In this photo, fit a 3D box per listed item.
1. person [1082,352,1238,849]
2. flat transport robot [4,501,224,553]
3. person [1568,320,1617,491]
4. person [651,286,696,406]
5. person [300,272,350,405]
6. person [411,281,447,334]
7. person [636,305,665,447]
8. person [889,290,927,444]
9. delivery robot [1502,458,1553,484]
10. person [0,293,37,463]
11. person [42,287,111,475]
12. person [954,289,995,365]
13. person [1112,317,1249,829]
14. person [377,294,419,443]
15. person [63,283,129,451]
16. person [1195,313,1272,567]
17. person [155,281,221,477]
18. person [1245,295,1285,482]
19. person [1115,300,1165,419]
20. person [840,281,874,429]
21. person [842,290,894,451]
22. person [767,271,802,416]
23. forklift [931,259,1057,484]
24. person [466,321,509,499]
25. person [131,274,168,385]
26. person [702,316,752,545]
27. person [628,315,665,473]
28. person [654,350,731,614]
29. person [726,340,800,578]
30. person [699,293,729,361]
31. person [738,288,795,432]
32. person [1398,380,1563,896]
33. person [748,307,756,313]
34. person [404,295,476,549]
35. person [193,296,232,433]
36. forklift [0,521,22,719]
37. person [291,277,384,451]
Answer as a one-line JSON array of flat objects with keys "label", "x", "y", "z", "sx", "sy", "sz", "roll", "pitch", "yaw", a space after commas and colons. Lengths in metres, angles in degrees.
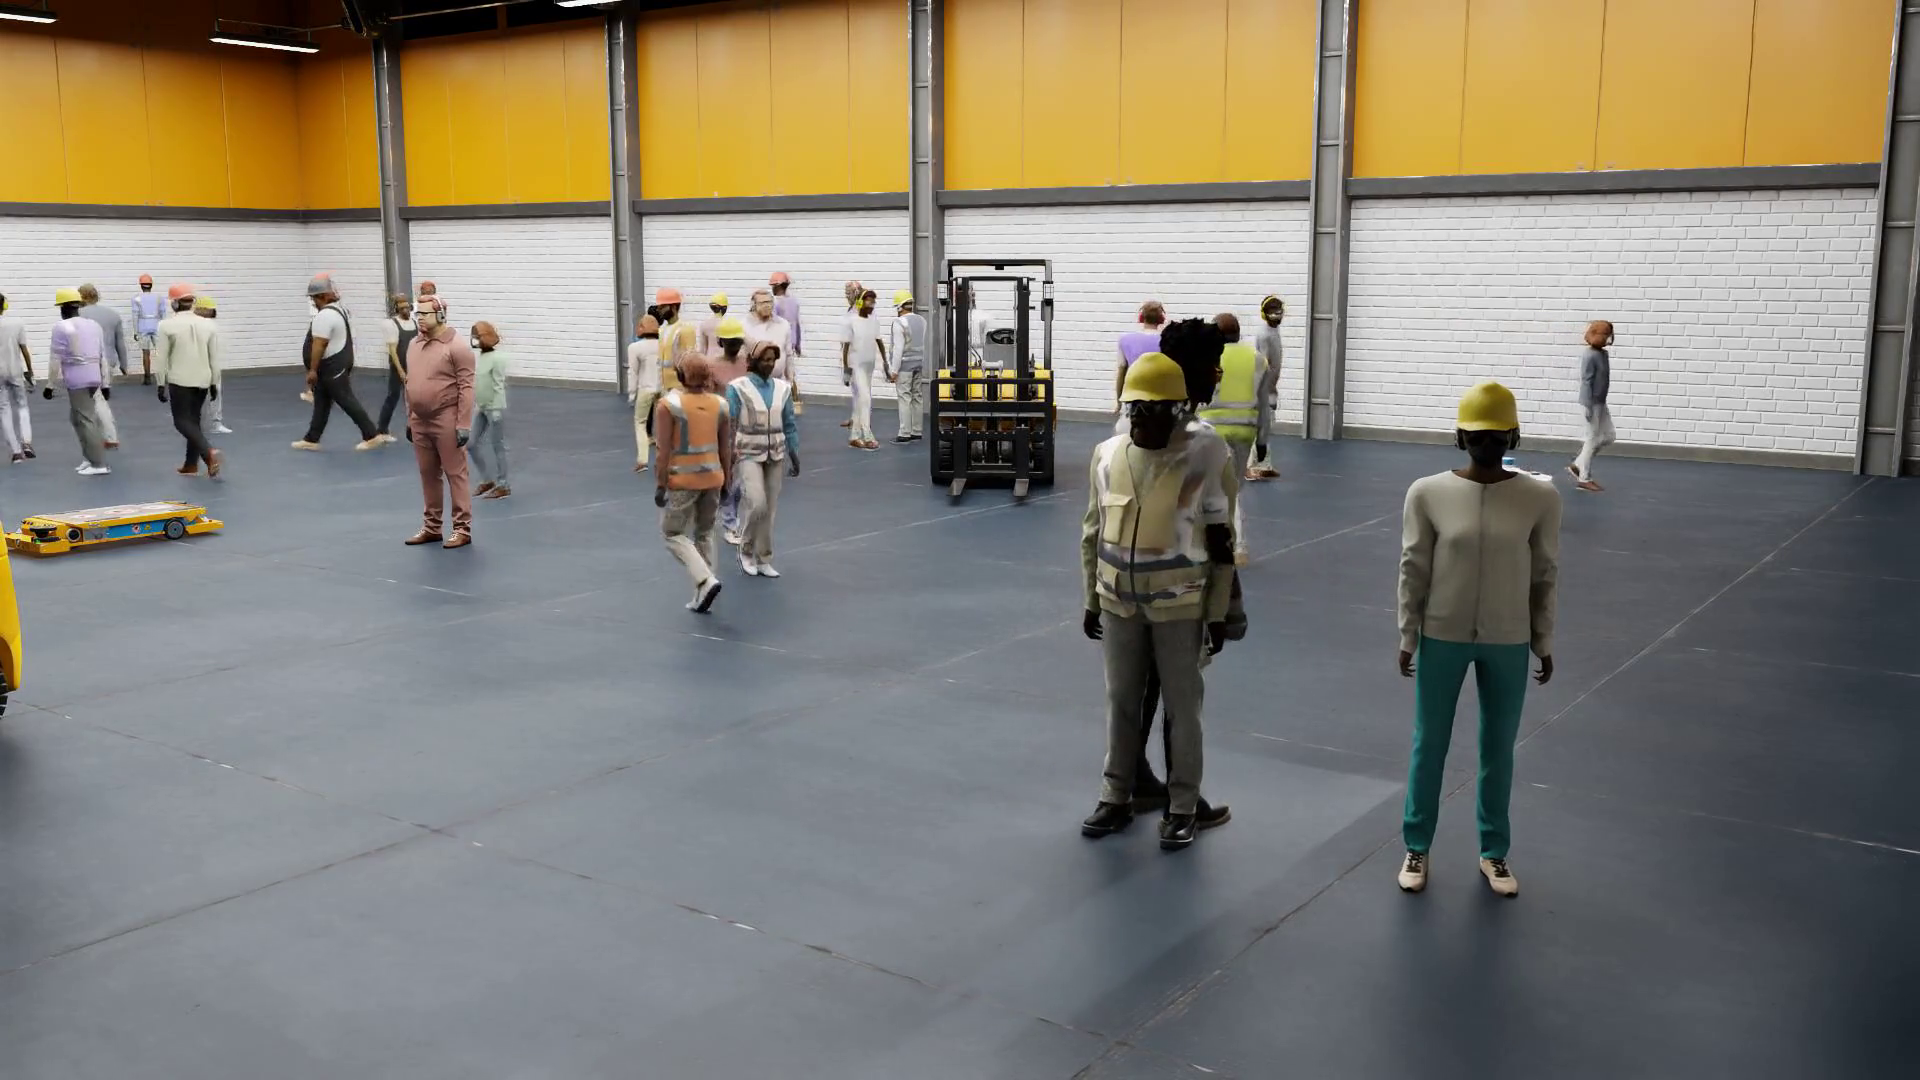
[{"label": "person", "x": 0.714, "y": 0.224, "z": 6.146, "sx": 0.594, "sy": 1.832, "sz": 0.403, "roll": 5, "pitch": 11, "yaw": 30}, {"label": "flat transport robot", "x": -6.530, "y": -0.116, "z": 12.817, "sx": 0.652, "sy": 0.197, "sz": 1.431, "roll": 7, "pitch": 12, "yaw": 35}, {"label": "person", "x": 5.986, "y": -1.259, "z": 15.619, "sx": 0.358, "sy": 1.615, "sz": 0.521, "roll": 8, "pitch": 12, "yaw": 39}, {"label": "person", "x": -2.790, "y": -1.475, "z": 16.004, "sx": 0.511, "sy": 1.915, "sz": 0.564, "roll": -7, "pitch": 12, "yaw": -36}, {"label": "person", "x": -9.506, "y": -3.011, "z": 24.962, "sx": 1.065, "sy": 1.984, "sz": 0.634, "roll": 6, "pitch": 11, "yaw": 31}, {"label": "person", "x": -7.840, "y": -2.912, "z": 24.762, "sx": 0.593, "sy": 1.854, "sz": 0.812, "roll": -9, "pitch": 13, "yaw": -42}, {"label": "person", "x": -3.505, "y": -1.906, "z": 19.267, "sx": 0.537, "sy": 1.687, "sz": 0.327, "roll": 5, "pitch": 11, "yaw": 28}, {"label": "person", "x": -0.639, "y": -2.038, "z": 19.651, "sx": 0.403, "sy": 1.822, "sz": 0.588, "roll": 6, "pitch": 11, "yaw": 33}, {"label": "delivery robot", "x": 4.445, "y": -0.428, "z": 13.547, "sx": 0.707, "sy": 0.478, "sz": 0.477, "roll": -2, "pitch": 10, "yaw": -11}, {"label": "person", "x": -10.240, "y": -1.750, "z": 17.854, "sx": 0.543, "sy": 1.845, "sz": 0.474, "roll": -6, "pitch": 11, "yaw": -33}, {"label": "person", "x": -8.919, "y": -1.590, "z": 16.766, "sx": 0.596, "sy": 1.901, "sz": 0.583, "roll": 1, "pitch": 10, "yaw": 8}, {"label": "person", "x": 0.178, "y": -2.093, "z": 19.770, "sx": 0.581, "sy": 1.888, "sz": 0.512, "roll": 3, "pitch": 10, "yaw": 19}, {"label": "person", "x": 0.812, "y": 0.138, "z": 6.287, "sx": 0.433, "sy": 1.954, "sz": 0.659, "roll": -5, "pitch": 11, "yaw": -27}, {"label": "person", "x": -6.559, "y": -2.002, "z": 19.597, "sx": 0.970, "sy": 1.790, "sz": 0.504, "roll": 6, "pitch": 11, "yaw": 30}, {"label": "person", "x": -9.974, "y": -1.980, "z": 19.072, "sx": 0.962, "sy": 1.892, "sz": 0.663, "roll": 6, "pitch": 11, "yaw": 31}, {"label": "person", "x": 1.876, "y": -0.731, "z": 11.991, "sx": 0.645, "sy": 1.780, "sz": 0.976, "roll": -3, "pitch": 10, "yaw": -15}, {"label": "person", "x": -7.620, "y": -1.577, "z": 16.492, "sx": 0.849, "sy": 1.969, "sz": 0.621, "roll": 6, "pitch": 11, "yaw": 34}, {"label": "person", "x": 3.038, "y": -1.488, "z": 16.383, "sx": 0.340, "sy": 1.832, "sz": 0.654, "roll": 3, "pitch": 10, "yaw": 19}, {"label": "person", "x": 1.673, "y": -1.230, "z": 14.846, "sx": 0.580, "sy": 1.822, "sz": 0.725, "roll": 0, "pitch": 10, "yaw": 2}, {"label": "person", "x": -1.352, "y": -2.388, "z": 21.503, "sx": 0.406, "sy": 1.903, "sz": 0.636, "roll": -3, "pitch": 10, "yaw": -20}, {"label": "person", "x": -1.024, "y": -1.932, "z": 19.014, "sx": 0.827, "sy": 1.831, "sz": 0.484, "roll": 9, "pitch": 13, "yaw": 43}, {"label": "person", "x": -2.578, "y": -2.731, "z": 23.215, "sx": 0.933, "sy": 2.003, "sz": 0.629, "roll": 5, "pitch": 11, "yaw": 26}, {"label": "forklift", "x": 0.370, "y": -1.738, "z": 16.759, "sx": 1.214, "sy": 2.155, "sz": 2.313, "roll": 1, "pitch": 10, "yaw": 3}, {"label": "person", "x": -4.299, "y": -1.164, "z": 15.022, "sx": 0.528, "sy": 1.614, "sz": 0.454, "roll": 8, "pitch": 12, "yaw": 40}, {"label": "person", "x": -14.132, "y": -3.666, "z": 29.012, "sx": 0.551, "sy": 1.932, "sz": 0.378, "roll": -6, "pitch": 11, "yaw": -33}, {"label": "person", "x": -1.770, "y": -0.853, "z": 12.795, "sx": 0.537, "sy": 1.746, "sz": 0.514, "roll": -6, "pitch": 11, "yaw": -33}, {"label": "person", "x": -3.138, "y": -1.479, "z": 16.966, "sx": 0.512, "sy": 1.607, "sz": 0.370, "roll": -6, "pitch": 11, "yaw": -33}, {"label": "person", "x": -1.580, "y": -0.328, "z": 10.043, "sx": 0.531, "sy": 1.624, "sz": 0.453, "roll": -9, "pitch": 13, "yaw": -42}, {"label": "person", "x": -1.334, "y": -0.539, "z": 11.290, "sx": 0.553, "sy": 1.621, "sz": 0.382, "roll": -8, "pitch": 12, "yaw": -39}, {"label": "person", "x": -2.968, "y": -2.167, "z": 20.583, "sx": 0.524, "sy": 1.769, "sz": 0.325, "roll": 4, "pitch": 10, "yaw": 21}, {"label": "person", "x": -1.970, "y": -1.572, "z": 16.657, "sx": 0.662, "sy": 1.893, "sz": 0.488, "roll": -6, "pitch": 11, "yaw": -31}, {"label": "person", "x": 1.755, "y": 0.341, "z": 5.646, "sx": 0.527, "sy": 1.767, "sz": 0.331, "roll": 2, "pitch": 10, "yaw": 10}, {"label": "person", "x": -2.270, "y": -1.815, "z": 18.729, "sx": 0.564, "sy": 1.674, "sz": 0.486, "roll": -4, "pitch": 10, "yaw": -22}, {"label": "person", "x": -3.958, "y": -0.891, "z": 12.573, "sx": 0.641, "sy": 1.908, "sz": 0.407, "roll": 5, "pitch": 11, "yaw": 27}, {"label": "person", "x": -9.517, "y": -2.192, "z": 20.850, "sx": 0.599, "sy": 1.730, "sz": 0.491, "roll": 2, "pitch": 10, "yaw": 10}, {"label": "forklift", "x": -5.296, "y": -0.090, "z": 6.943, "sx": 1.214, "sy": 2.155, "sz": 2.313, "roll": 7, "pitch": 12, "yaw": 35}, {"label": "person", "x": -7.098, "y": -2.017, "z": 18.877, "sx": 1.031, "sy": 2.000, "sz": 0.695, "roll": -1, "pitch": 10, "yaw": -8}]
